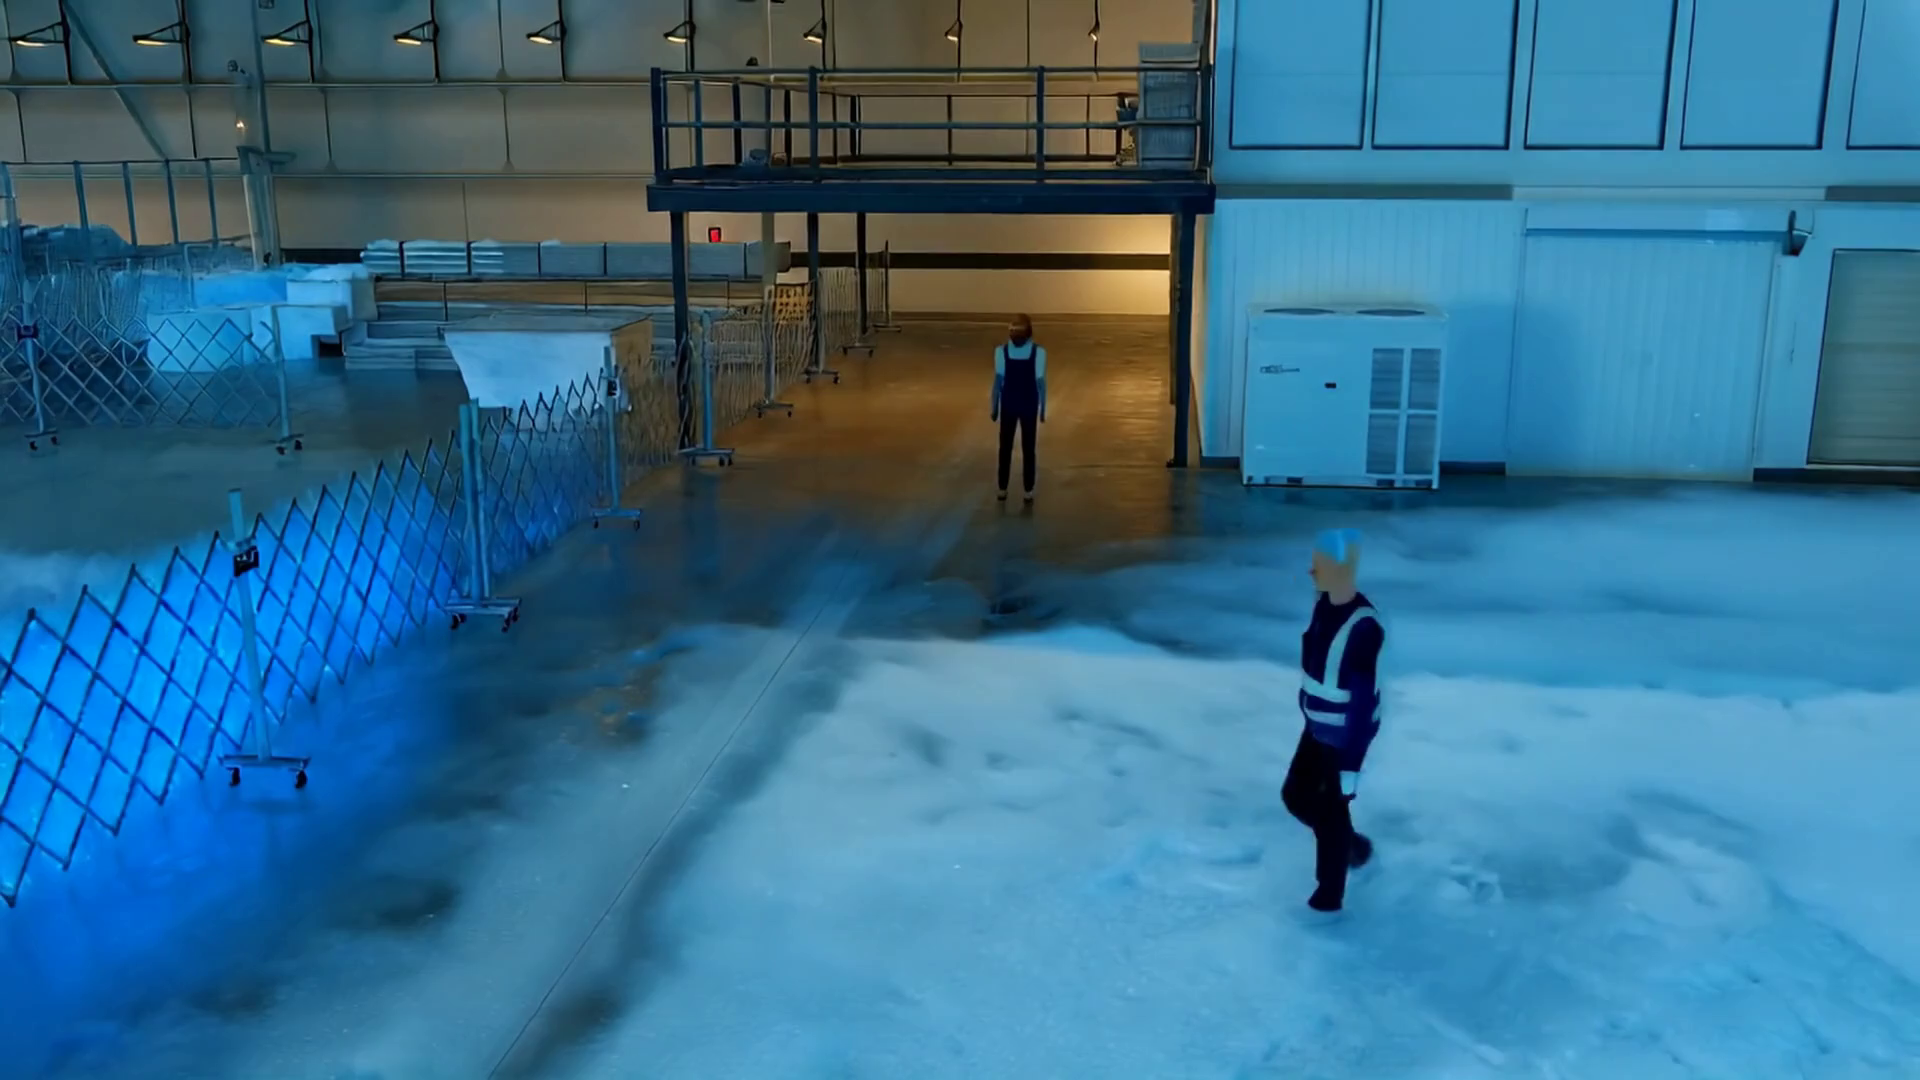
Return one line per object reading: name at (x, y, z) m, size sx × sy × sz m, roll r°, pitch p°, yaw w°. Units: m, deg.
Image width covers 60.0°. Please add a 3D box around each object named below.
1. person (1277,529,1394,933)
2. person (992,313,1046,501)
person at (1.693, 0.856, 7.388) m, size 0.472 × 1.870 × 0.612 m, roll -2°, pitch 14°, yaw -7°
person at (0.573, -1.297, 16.253) m, size 0.516 × 1.842 × 0.327 m, roll 1°, pitch 14°, yaw 4°
